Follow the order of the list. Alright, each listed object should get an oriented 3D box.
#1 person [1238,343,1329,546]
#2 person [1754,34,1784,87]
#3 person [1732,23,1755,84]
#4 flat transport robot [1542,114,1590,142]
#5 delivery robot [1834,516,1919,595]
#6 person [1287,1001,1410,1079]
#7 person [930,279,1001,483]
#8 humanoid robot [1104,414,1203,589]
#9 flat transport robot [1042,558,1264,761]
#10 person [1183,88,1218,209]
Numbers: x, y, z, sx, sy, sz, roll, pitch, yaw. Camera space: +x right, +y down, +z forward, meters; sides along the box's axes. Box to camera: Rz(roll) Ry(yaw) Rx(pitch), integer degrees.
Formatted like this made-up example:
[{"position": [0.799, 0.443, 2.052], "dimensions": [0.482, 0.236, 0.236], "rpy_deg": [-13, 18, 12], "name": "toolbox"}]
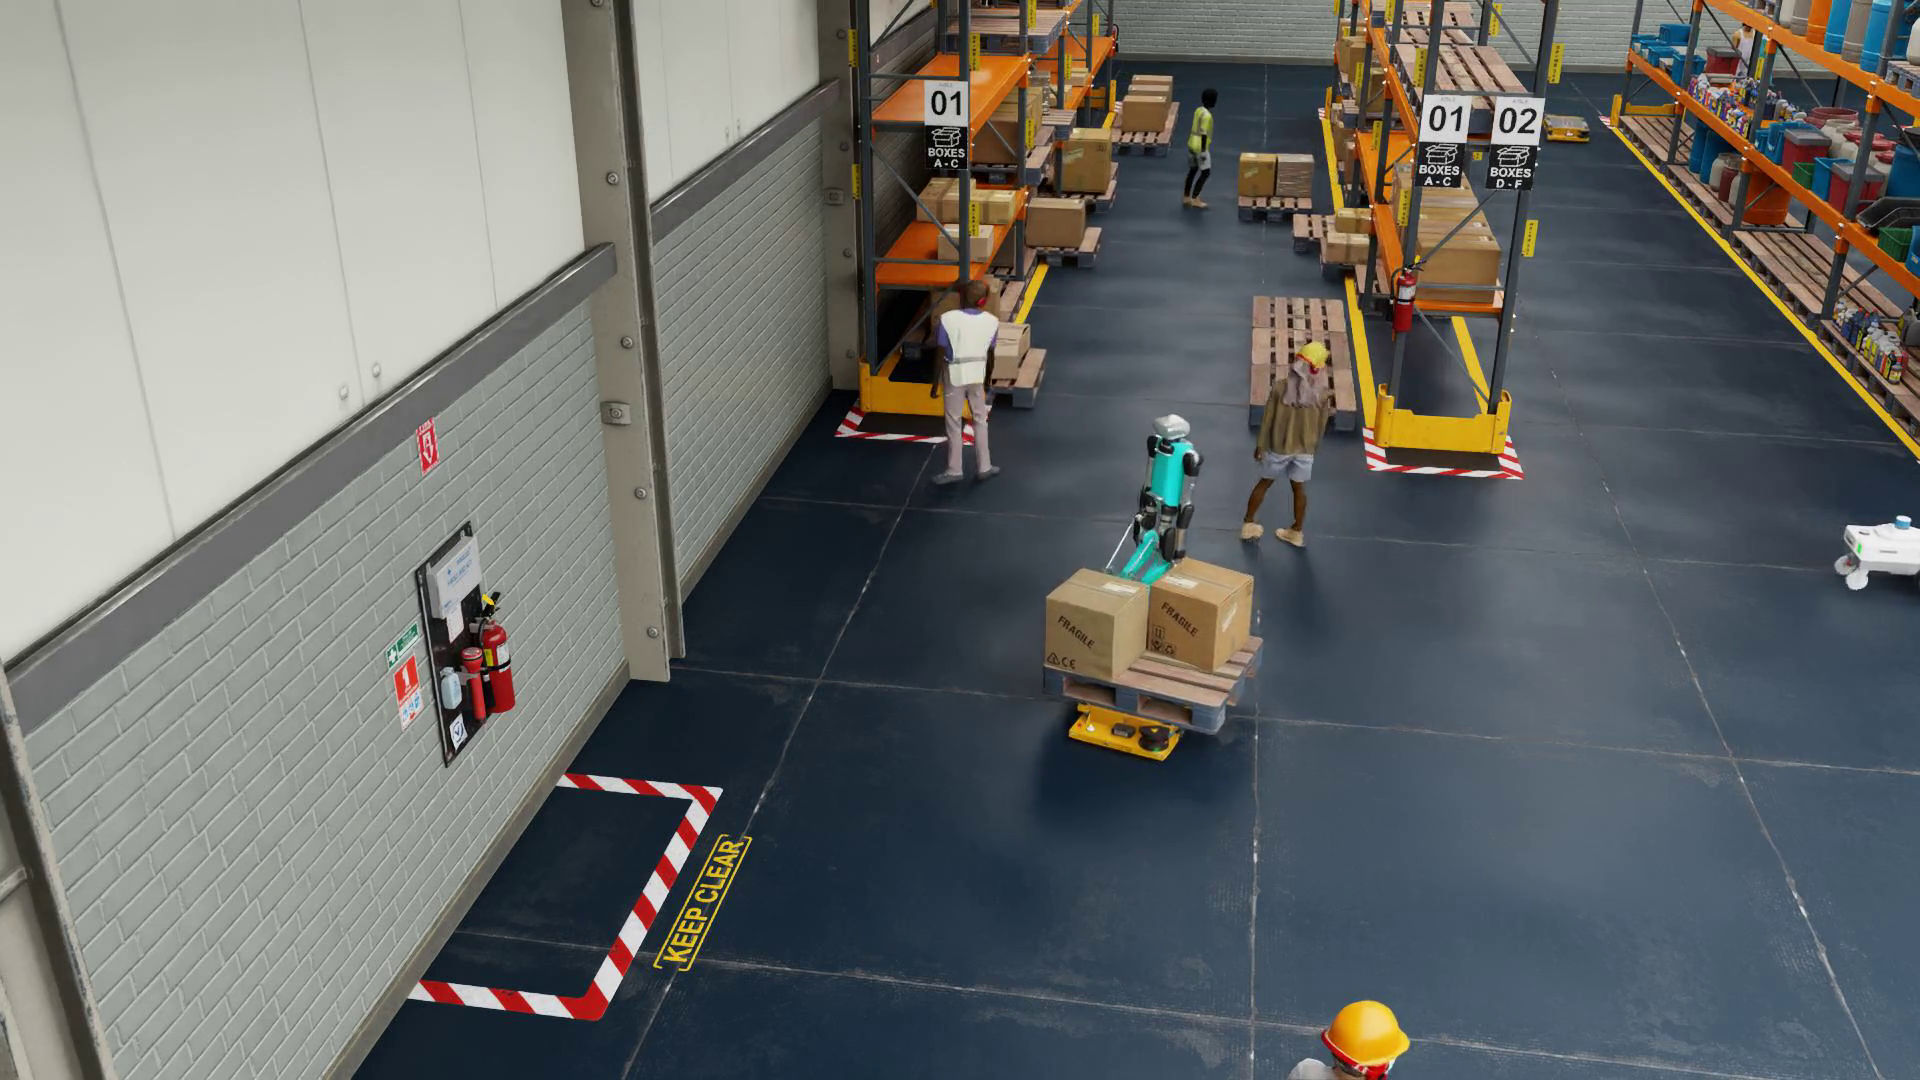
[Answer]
[{"position": [2.591, -0.740, 13.236], "dimensions": [0.617, 1.720, 0.475], "rpy_deg": [1, 25, 3], "name": "person"}, {"position": [15.842, -9.759, 32.486], "dimensions": [0.325, 1.759, 0.524], "rpy_deg": [-18, 30, -33], "name": "person"}, {"position": [13.822, -8.378, 29.407], "dimensions": [0.509, 1.862, 0.389], "rpy_deg": [-4, 25, -9], "name": "person"}, {"position": [10.345, -7.029, 28.403], "dimensions": [0.659, 0.231, 1.431], "rpy_deg": [6, 26, 13], "name": "flat transport robot"}, {"position": [7.212, 0.114, 12.795], "dimensions": [0.813, 0.610, 0.499], "rpy_deg": [3, 25, 7], "name": "delivery robot"}, {"position": [1.392, 2.481, 6.131], "dimensions": [0.377, 1.892, 0.582], "rpy_deg": [-17, 30, -32], "name": "person"}, {"position": [0.038, -1.347, 14.436], "dimensions": [0.674, 1.808, 0.388], "rpy_deg": [-12, 28, -24], "name": "person"}, {"position": [1.239, 0.052, 11.541], "dimensions": [0.796, 1.803, 0.564], "rpy_deg": [-13, 28, -26], "name": "humanoid robot"}, {"position": [1.310, 1.009, 11.199], "dimensions": [0.659, 0.231, 1.431], "rpy_deg": [12, 28, 24], "name": "flat transport robot"}, {"position": [3.418, -5.552, 23.576], "dimensions": [0.376, 1.676, 0.551], "rpy_deg": [-5, 25, -10], "name": "person"}]
